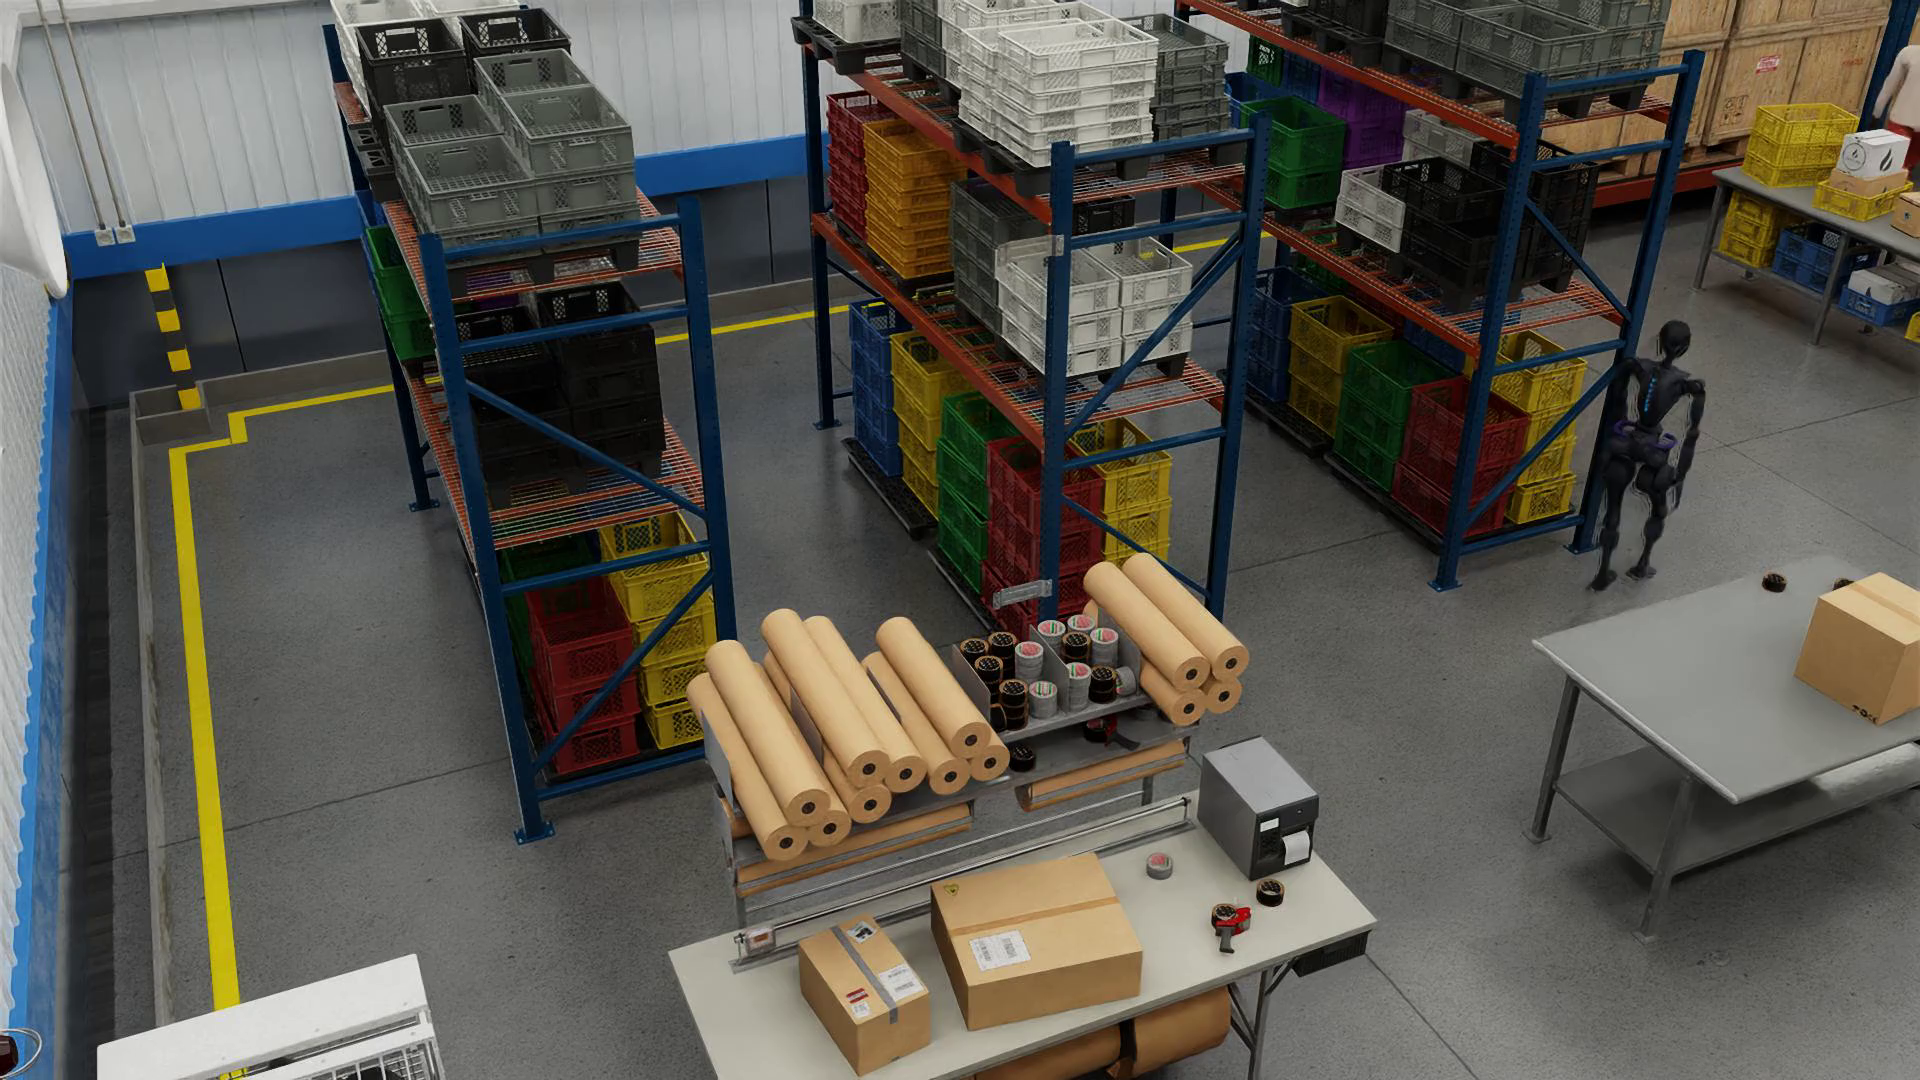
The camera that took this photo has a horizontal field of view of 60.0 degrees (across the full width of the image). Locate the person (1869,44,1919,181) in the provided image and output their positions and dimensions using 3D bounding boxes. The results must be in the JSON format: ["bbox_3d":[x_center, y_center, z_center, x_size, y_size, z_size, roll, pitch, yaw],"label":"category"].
[{"bbox_3d":[8.180,-3.614,14.271,0.648,1.914,1.037,13,34,20],"label":"person"}]

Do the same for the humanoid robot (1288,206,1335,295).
[{"bbox_3d":[2.798,-2.737,13.075,0.569,1.653,0.332,-1,32,-1],"label":"humanoid robot"}]

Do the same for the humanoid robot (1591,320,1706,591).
[{"bbox_3d":[3.902,-0.492,9.435,0.546,1.645,0.575,24,39,33],"label":"humanoid robot"}]
